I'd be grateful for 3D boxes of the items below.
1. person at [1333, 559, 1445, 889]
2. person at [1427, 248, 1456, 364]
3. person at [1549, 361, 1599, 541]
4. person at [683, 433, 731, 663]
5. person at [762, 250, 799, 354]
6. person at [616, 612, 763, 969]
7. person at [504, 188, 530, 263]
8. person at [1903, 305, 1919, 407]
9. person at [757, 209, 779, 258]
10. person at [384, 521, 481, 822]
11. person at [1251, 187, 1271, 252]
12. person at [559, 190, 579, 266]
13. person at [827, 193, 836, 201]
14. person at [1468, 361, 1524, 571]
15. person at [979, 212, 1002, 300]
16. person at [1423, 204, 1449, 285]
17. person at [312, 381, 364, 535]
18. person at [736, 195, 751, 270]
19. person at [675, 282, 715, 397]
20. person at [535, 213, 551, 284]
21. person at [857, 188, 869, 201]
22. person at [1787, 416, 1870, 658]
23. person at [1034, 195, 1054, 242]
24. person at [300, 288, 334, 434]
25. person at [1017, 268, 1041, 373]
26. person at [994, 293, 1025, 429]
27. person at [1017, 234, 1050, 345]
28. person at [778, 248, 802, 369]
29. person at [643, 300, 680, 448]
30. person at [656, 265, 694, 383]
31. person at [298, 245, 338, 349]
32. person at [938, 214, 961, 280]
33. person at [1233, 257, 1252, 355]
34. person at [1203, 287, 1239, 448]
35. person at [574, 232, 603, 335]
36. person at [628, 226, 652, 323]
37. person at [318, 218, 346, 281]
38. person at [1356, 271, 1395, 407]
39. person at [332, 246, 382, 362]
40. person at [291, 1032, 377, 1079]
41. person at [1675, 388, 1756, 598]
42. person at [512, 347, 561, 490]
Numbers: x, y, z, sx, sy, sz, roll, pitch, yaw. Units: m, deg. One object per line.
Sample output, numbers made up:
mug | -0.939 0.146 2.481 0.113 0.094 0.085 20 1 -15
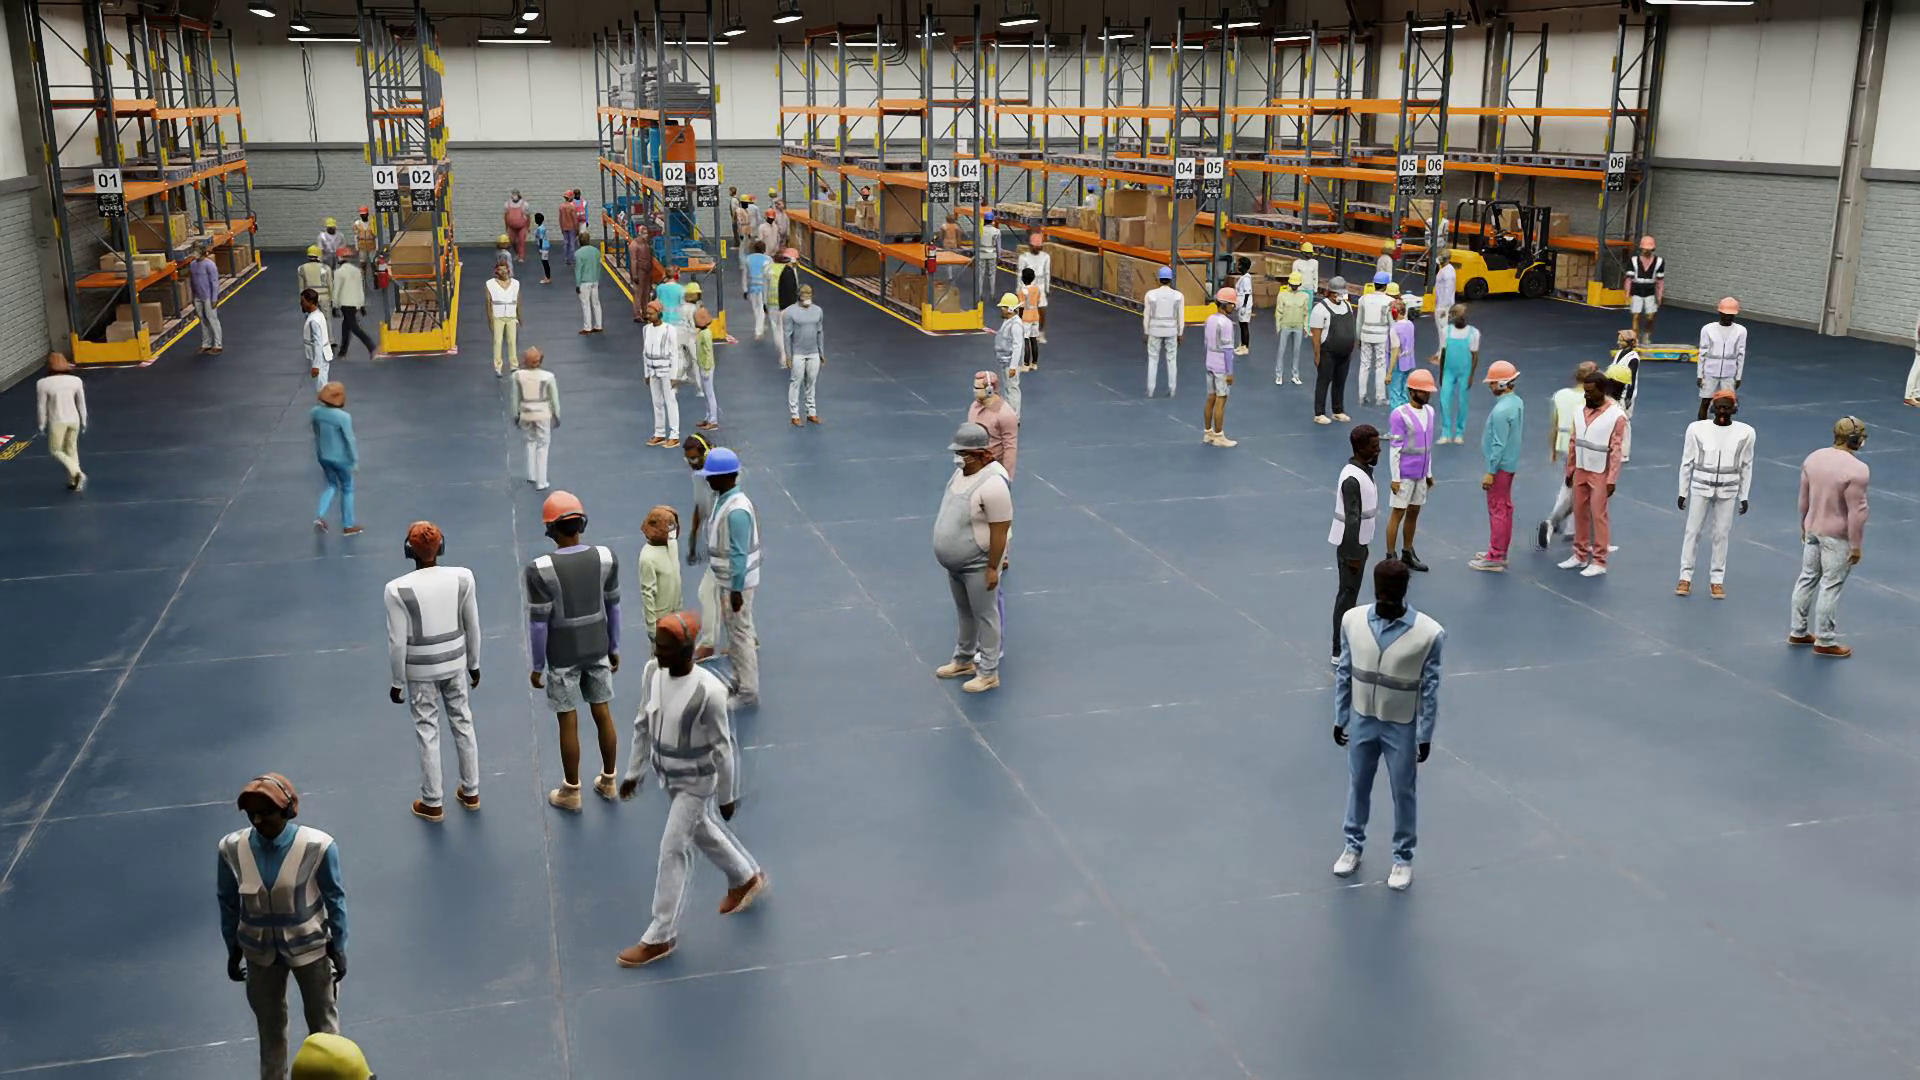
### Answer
person | 2.402 1.015 9.385 0.597 1.909 0.395 10 18 33
person | 8.097 -3.915 27.864 0.352 1.937 0.635 3 15 10
person | 6.205 -0.883 16.672 0.458 1.830 0.564 -9 17 -30
person | -1.987 0.059 13.116 0.791 1.824 0.538 -9 17 -30
person | -3.132 -4.156 29.073 0.635 1.787 0.978 0 15 -2
person | -1.398 1.234 8.702 0.985 1.845 0.593 -14 20 -42
person | -11.957 -8.502 44.931 0.705 2.000 0.538 -1 15 -2
person | 14.000 -2.872 24.074 0.523 1.870 0.317 -12 19 -37
person | -4.224 -6.360 36.978 0.394 1.985 0.611 11 19 37
person | -3.224 0.801 10.224 0.586 1.882 0.343 -13 20 -40
person | 8.765 -9.292 48.245 0.727 1.861 0.410 14 20 42
person | -10.345 -8.267 44.133 0.614 1.993 0.395 9 18 31
person | -3.806 -9.455 49.296 0.272 1.632 0.508 -13 20 -41
person | 5.067 -0.699 15.665 0.390 1.990 0.610 9 17 30
person | 0.616 -6.256 36.685 0.612 1.943 0.407 3 15 11
person | 11.317 -7.016 39.532 0.543 1.939 0.371 3 15 12
person | -6.301 -0.817 16.824 0.530 1.608 0.452 6 16 22
person | -5.611 -8.015 43.309 0.360 1.930 0.587 3 15 12
person | -4.058 -3.000 24.842 0.760 1.723 0.486 5 16 17
person | -10.036 -7.012 40.001 0.322 1.691 0.533 -2 15 -9
person | -2.755 -9.301 48.319 0.429 1.845 0.621 -6 16 -23
person | 6.937 -0.033 13.256 0.356 1.938 0.633 -4 15 -13
person | 2.326 -8.646 45.916 0.588 1.811 0.461 -6 16 -20
person | -8.548 -2.386 22.150 0.392 1.920 0.593 -6 16 -20
person | 1.101 -3.561 26.998 0.318 1.697 0.535 11 18 36
person | 0.663 -2.400 22.368 0.403 1.833 0.586 -3 15 -10
person | 1.348 -4.505 29.980 0.650 2.005 0.706 -5 16 -18
person | -2.774 -3.826 27.483 0.460 1.965 0.682 -2 15 -7
person | -3.821 -2.119 21.229 0.581 1.879 0.349 10 18 33
person | -4.470 -3.355 25.984 0.589 1.857 0.420 8 17 29
person | -11.382 -4.296 29.500 0.586 1.833 0.404 -2 15 -6
person | -0.272 -7.234 40.998 0.538 1.586 0.848 -3 15 -12
person | 4.909 -4.059 28.870 0.315 1.696 0.541 0 15 1
person | 3.341 -2.200 21.229 0.392 2.034 0.605 -5 16 -17
person | -7.008 -4.834 31.346 0.365 1.932 0.629 9 17 31
person | -6.313 -5.284 33.107 0.401 1.900 0.647 5 16 18
person | -13.913 -6.242 36.904 0.592 1.806 0.881 -6 16 -23
person | 6.024 -2.908 24.056 0.609 1.946 0.405 13 19 39
person | -10.246 -3.975 28.096 0.960 1.947 0.664 5 16 20
person | -1.768 2.275 4.941 0.387 1.755 0.534 13 20 40
person | 6.705 -0.415 14.797 0.586 1.882 0.341 5 16 20
person | -4.801 -1.398 18.978 0.541 1.622 0.495 2 15 8
